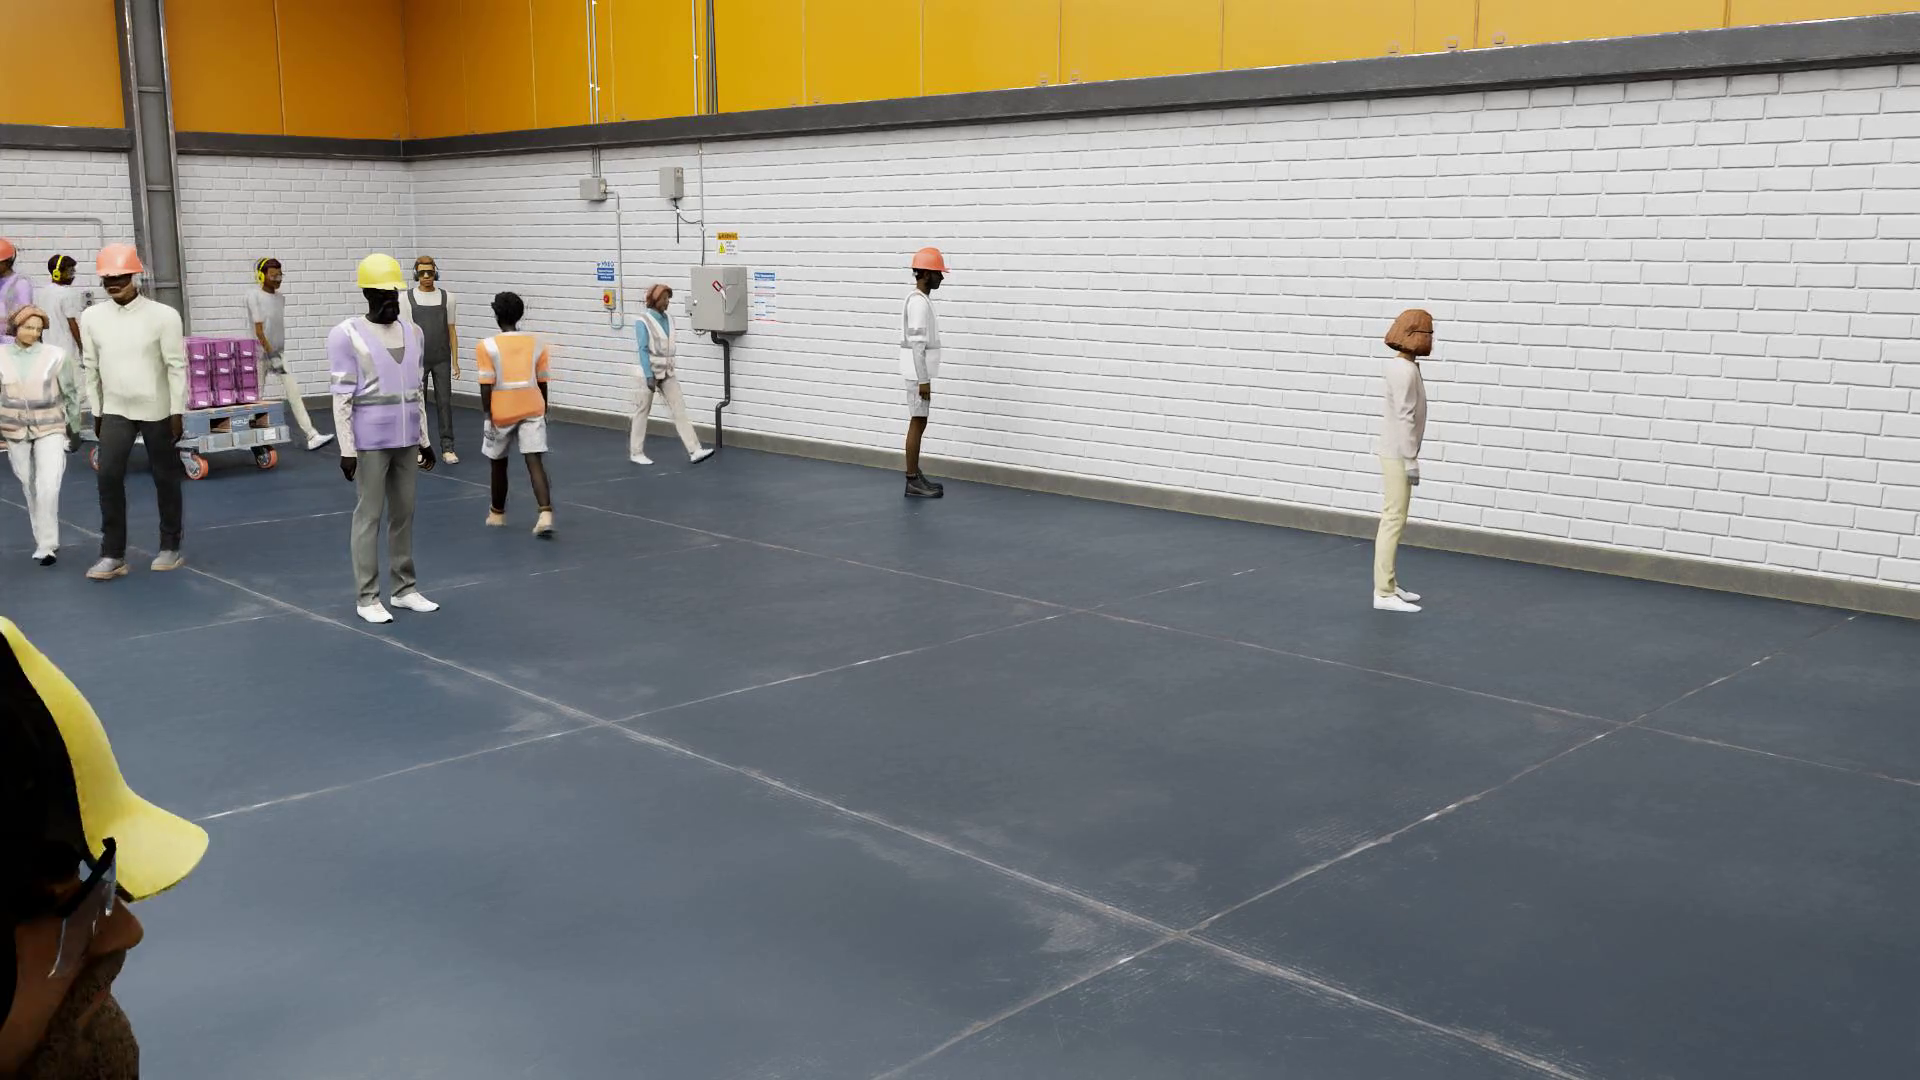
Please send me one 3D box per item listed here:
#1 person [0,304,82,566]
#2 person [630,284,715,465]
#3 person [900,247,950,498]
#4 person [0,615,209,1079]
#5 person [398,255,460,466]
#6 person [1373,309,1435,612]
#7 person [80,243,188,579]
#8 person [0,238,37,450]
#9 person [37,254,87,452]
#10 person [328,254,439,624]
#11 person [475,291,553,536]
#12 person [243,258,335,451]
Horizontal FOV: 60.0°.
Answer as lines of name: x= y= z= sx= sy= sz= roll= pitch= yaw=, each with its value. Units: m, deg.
person: x=-5.682 y=-0.630 z=10.157 sx=0.531 sy=1.588 sz=0.820 roll=-3 pitch=11 yaw=-16
person: x=-2.581 y=-1.427 z=14.536 sx=0.860 sy=1.586 sz=0.531 roll=6 pitch=12 yaw=31
person: x=-0.268 y=-1.291 z=12.896 sx=0.388 sy=1.929 sz=0.545 roll=0 pitch=10 yaw=1
person: x=-0.737 y=0.924 z=1.159 sx=0.826 sy=1.803 sz=0.591 roll=-4 pitch=11 yaw=-21
person: x=-4.677 y=-1.578 z=14.685 sx=0.507 sy=1.846 sz=0.343 roll=-5 pitch=12 yaw=-28
person: x=2.405 y=-0.433 z=9.039 sx=0.273 sy=1.632 sz=0.500 roll=3 pitch=11 yaw=15
person: x=-4.883 y=-0.748 z=9.807 sx=0.636 sy=1.961 sz=0.810 roll=-1 pitch=10 yaw=-4
person: x=-8.930 y=-1.836 z=15.665 sx=0.701 sy=2.000 sz=0.536 roll=7 pitch=13 yaw=35
person: x=-8.461 y=-1.734 z=15.543 sx=0.614 sy=1.849 sz=0.485 roll=6 pitch=12 yaw=30
person: x=-3.012 y=-0.534 z=8.767 sx=0.379 sy=1.924 sz=0.594 roll=6 pitch=12 yaw=29
person: x=-2.998 y=-0.849 z=11.256 sx=0.534 sy=1.659 sz=0.889 roll=-7 pitch=13 yaw=-34
person: x=-6.374 y=-1.704 z=15.485 sx=1.020 sy=1.801 sz=0.505 roll=4 pitch=11 yaw=22
